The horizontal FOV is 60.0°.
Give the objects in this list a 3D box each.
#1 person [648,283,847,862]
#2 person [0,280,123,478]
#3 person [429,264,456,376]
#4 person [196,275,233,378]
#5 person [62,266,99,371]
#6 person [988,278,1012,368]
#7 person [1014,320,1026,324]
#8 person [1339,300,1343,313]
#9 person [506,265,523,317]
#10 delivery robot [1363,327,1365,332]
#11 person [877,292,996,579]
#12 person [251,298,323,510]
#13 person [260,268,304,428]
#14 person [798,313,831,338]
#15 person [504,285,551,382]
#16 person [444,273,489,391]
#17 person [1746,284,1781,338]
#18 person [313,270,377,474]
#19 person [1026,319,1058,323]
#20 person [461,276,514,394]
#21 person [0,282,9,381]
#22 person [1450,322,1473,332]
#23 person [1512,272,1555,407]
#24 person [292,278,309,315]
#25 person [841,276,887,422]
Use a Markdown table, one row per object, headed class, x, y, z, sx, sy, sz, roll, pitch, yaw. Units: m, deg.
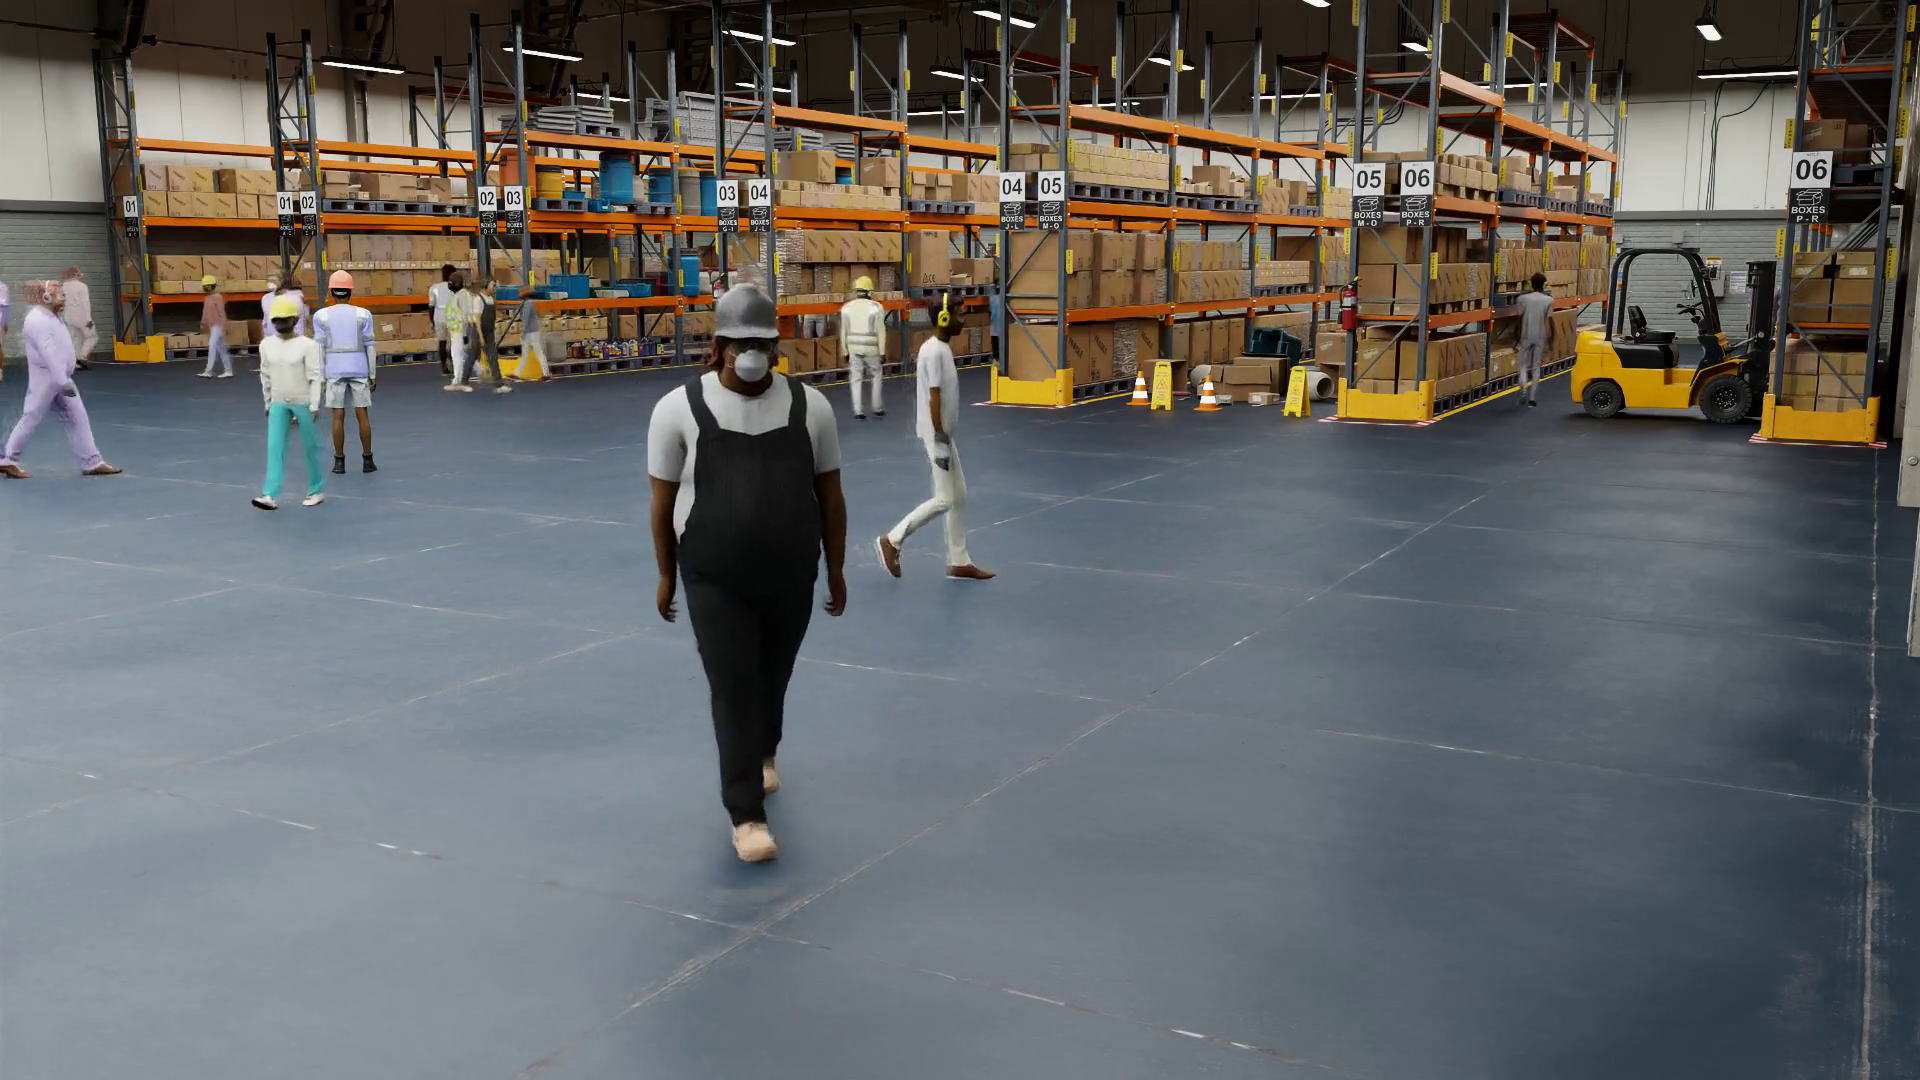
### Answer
| class | x | y | z | sx | sy | sz | roll | pitch | yaw |
| --- | --- | --- | --- | --- | --- | --- | --- | --- | --- |
| person | -0.765 | 0.030 | 6.061 | 0.691 | 2.000 | 1.047 | -4 | 10 | -20 |
| person | -8.538 | -1.497 | 15.571 | 1.028 | 1.857 | 0.631 | -1 | 10 | -7 |
| person | -8.872 | -3.803 | 28.779 | 0.617 | 1.940 | 0.488 | -1 | 10 | -8 |
| person | -12.717 | -3.593 | 28.143 | 0.557 | 1.731 | 0.802 | 8 | 13 | 40 |
| person | -15.924 | -4.004 | 30.096 | 0.670 | 1.894 | 0.432 | 4 | 11 | 23 |
| person | 0.772 | -4.050 | 30.999 | 0.540 | 1.676 | 0.570 | 6 | 11 | 32 |
| person | 1.278 | -3.939 | 30.292 | 0.494 | 1.700 | 0.893 | 6 | 11 | 32 |
| person | 9.102 | -5.485 | 38.842 | 0.702 | 1.884 | 0.642 | -2 | 10 | -10 |
| person | -9.795 | -5.120 | 36.672 | 0.575 | 1.884 | 0.355 | 5 | 11 | 29 |
| delivery robot | 9.204 | -4.655 | 37.562 | 0.707 | 0.478 | 0.477 | -2 | 10 | -9 |
| person | -0.146 | -0.641 | 10.543 | 0.698 | 1.851 | 0.562 | 2 | 10 | 9 |
| person | -5.472 | -1.091 | 13.519 | 0.551 | 1.721 | 0.868 | 1 | 10 | 5 |
| person | -8.192 | -2.299 | 20.028 | 0.654 | 1.925 | 0.515 | 4 | 10 | 22 |
| person | -2.574 | -3.920 | 29.520 | 0.625 | 1.931 | 0.368 | -1 | 10 | -3 |
| person | -7.145 | -3.388 | 27.372 | 0.811 | 1.581 | 0.519 | -2 | 10 | -10 |
| person | -7.685 | -3.225 | 25.748 | 0.632 | 1.822 | 0.637 | -5 | 11 | -27 |
| person | 13.942 | -3.793 | 28.812 | 0.585 | 1.921 | 0.392 | 5 | 11 | 28 |
| person | -5.860 | -1.597 | 15.892 | 0.545 | 1.939 | 0.354 | -4 | 10 | -20 |
| person | 1.330 | -3.548 | 27.043 | 0.606 | 2.035 | 0.403 | 5 | 11 | 28 |
| person | -7.229 | -3.099 | 25.161 | 0.992 | 1.784 | 0.524 | 4 | 10 | 22 |
| person | -16.001 | -3.611 | 27.413 | 0.652 | 2.028 | 0.430 | 0 | 10 | 3 |
| person | 9.688 | -4.413 | 32.466 | 0.565 | 1.902 | 0.848 | 7 | 12 | 35 |
| person | 7.927 | -2.763 | 22.953 | 0.569 | 1.851 | 0.551 | 4 | 11 | 24 |
| person | -13.752 | -4.623 | 34.526 | 0.493 | 1.624 | 0.280 | 0 | 10 | -2 |
| person | -1.164 | -2.406 | 20.985 | 0.621 | 1.809 | 0.732 | 3 | 10 | 17 |
